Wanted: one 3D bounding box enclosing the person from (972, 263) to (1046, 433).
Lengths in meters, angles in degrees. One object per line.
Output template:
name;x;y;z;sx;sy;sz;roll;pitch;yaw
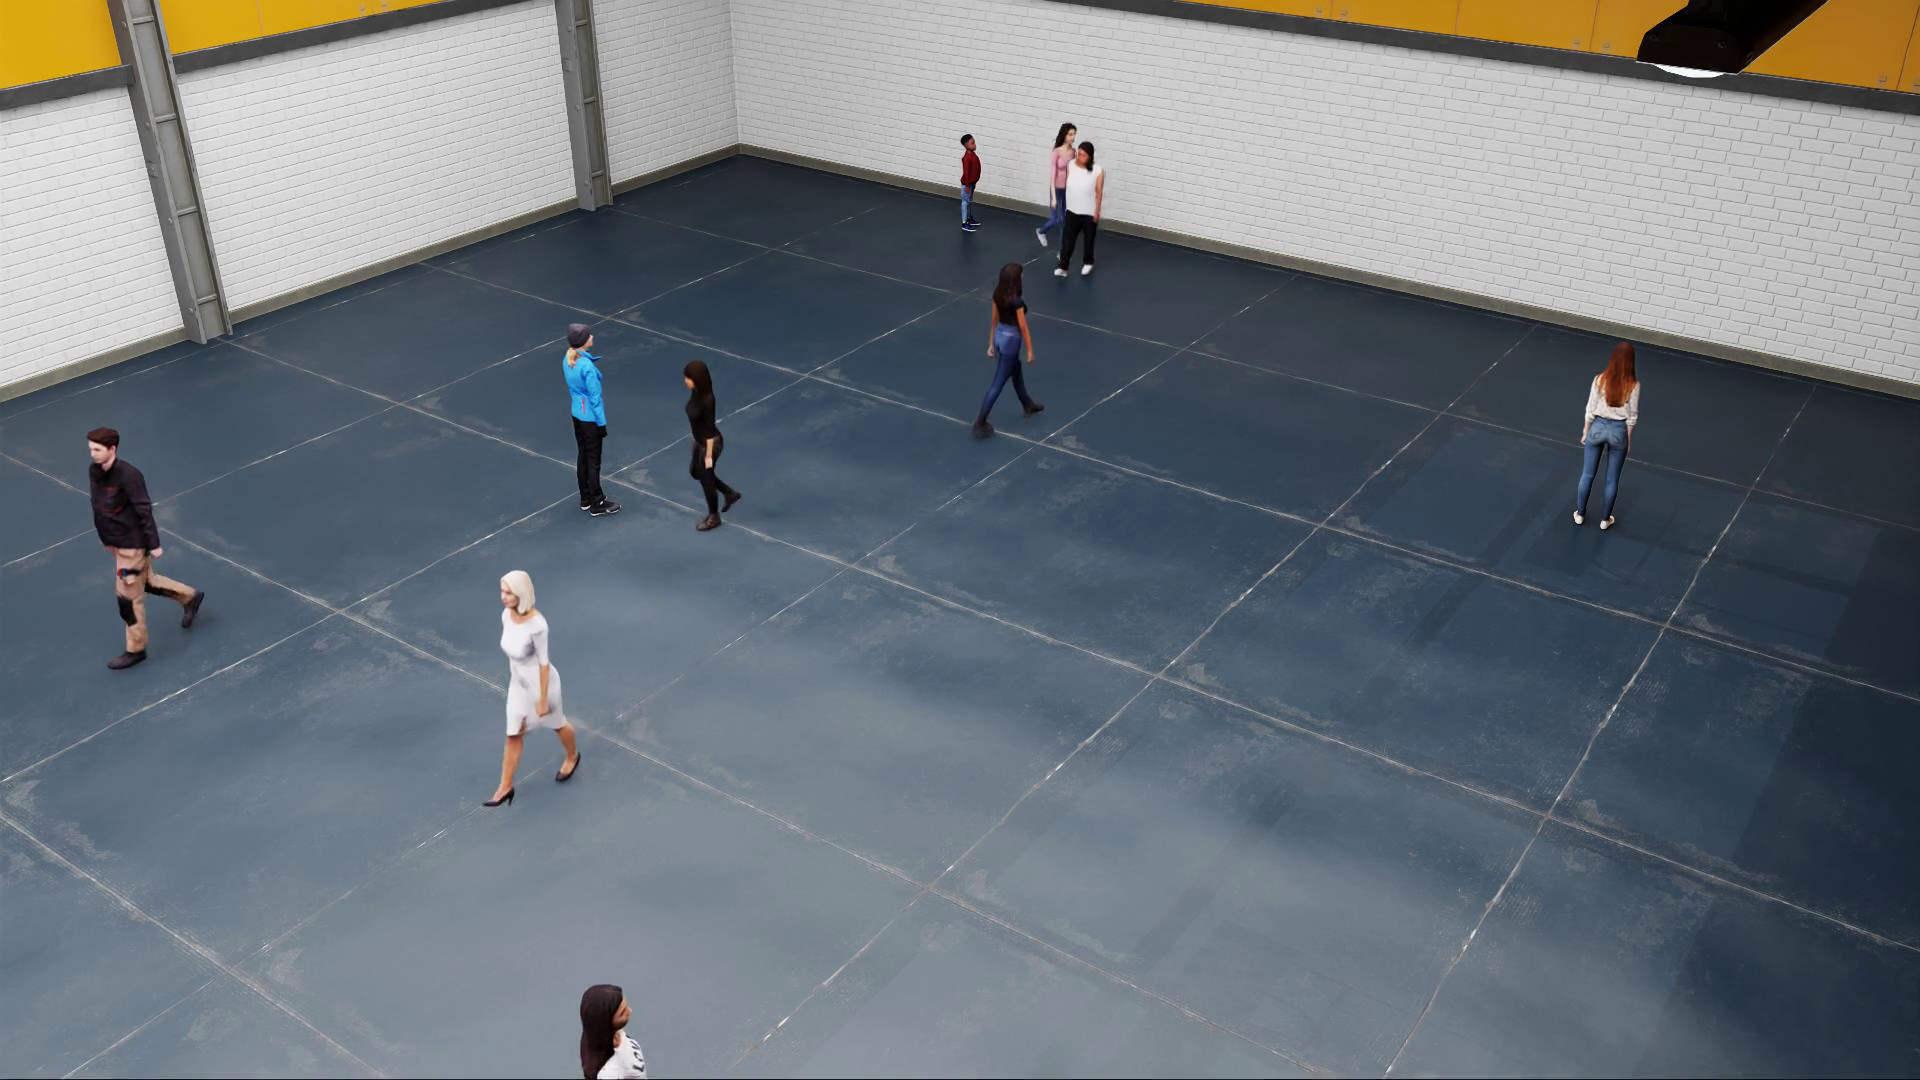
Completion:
person;0.400;-1.828;16.259;1.238;1.688;0.825;-21;35;-33

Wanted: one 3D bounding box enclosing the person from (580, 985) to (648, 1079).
person;-1.675;2.808;7.715;1.180;1.730;1.067;-7;29;-13

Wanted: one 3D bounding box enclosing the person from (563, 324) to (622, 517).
person;-3.310;-1.078;14.770;0.614;1.797;0.672;-21;35;-33

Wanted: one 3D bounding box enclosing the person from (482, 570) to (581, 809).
person;-2.786;0.950;11.146;0.595;1.708;1.025;17;33;28

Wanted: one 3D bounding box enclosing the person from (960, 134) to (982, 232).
person;0.114;-4.769;22.101;0.624;1.256;0.515;8;30;14

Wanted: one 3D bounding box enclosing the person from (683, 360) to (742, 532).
person;-2.133;-0.845;14.519;0.827;1.628;0.753;-12;31;-20

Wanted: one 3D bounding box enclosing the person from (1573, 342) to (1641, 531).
person;5.670;-0.919;14.551;0.591;1.728;0.531;15;32;25

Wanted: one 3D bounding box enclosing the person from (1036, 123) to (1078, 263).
person;1.230;-4.390;20.907;0.885;1.734;0.836;-15;32;-25

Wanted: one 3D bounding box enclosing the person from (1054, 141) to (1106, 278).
person;1.534;-4.068;20.384;0.712;1.669;0.933;16;32;27

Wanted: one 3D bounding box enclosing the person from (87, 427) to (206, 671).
person;-6.281;-0.001;12.692;0.743;1.896;1.193;16;32;26
